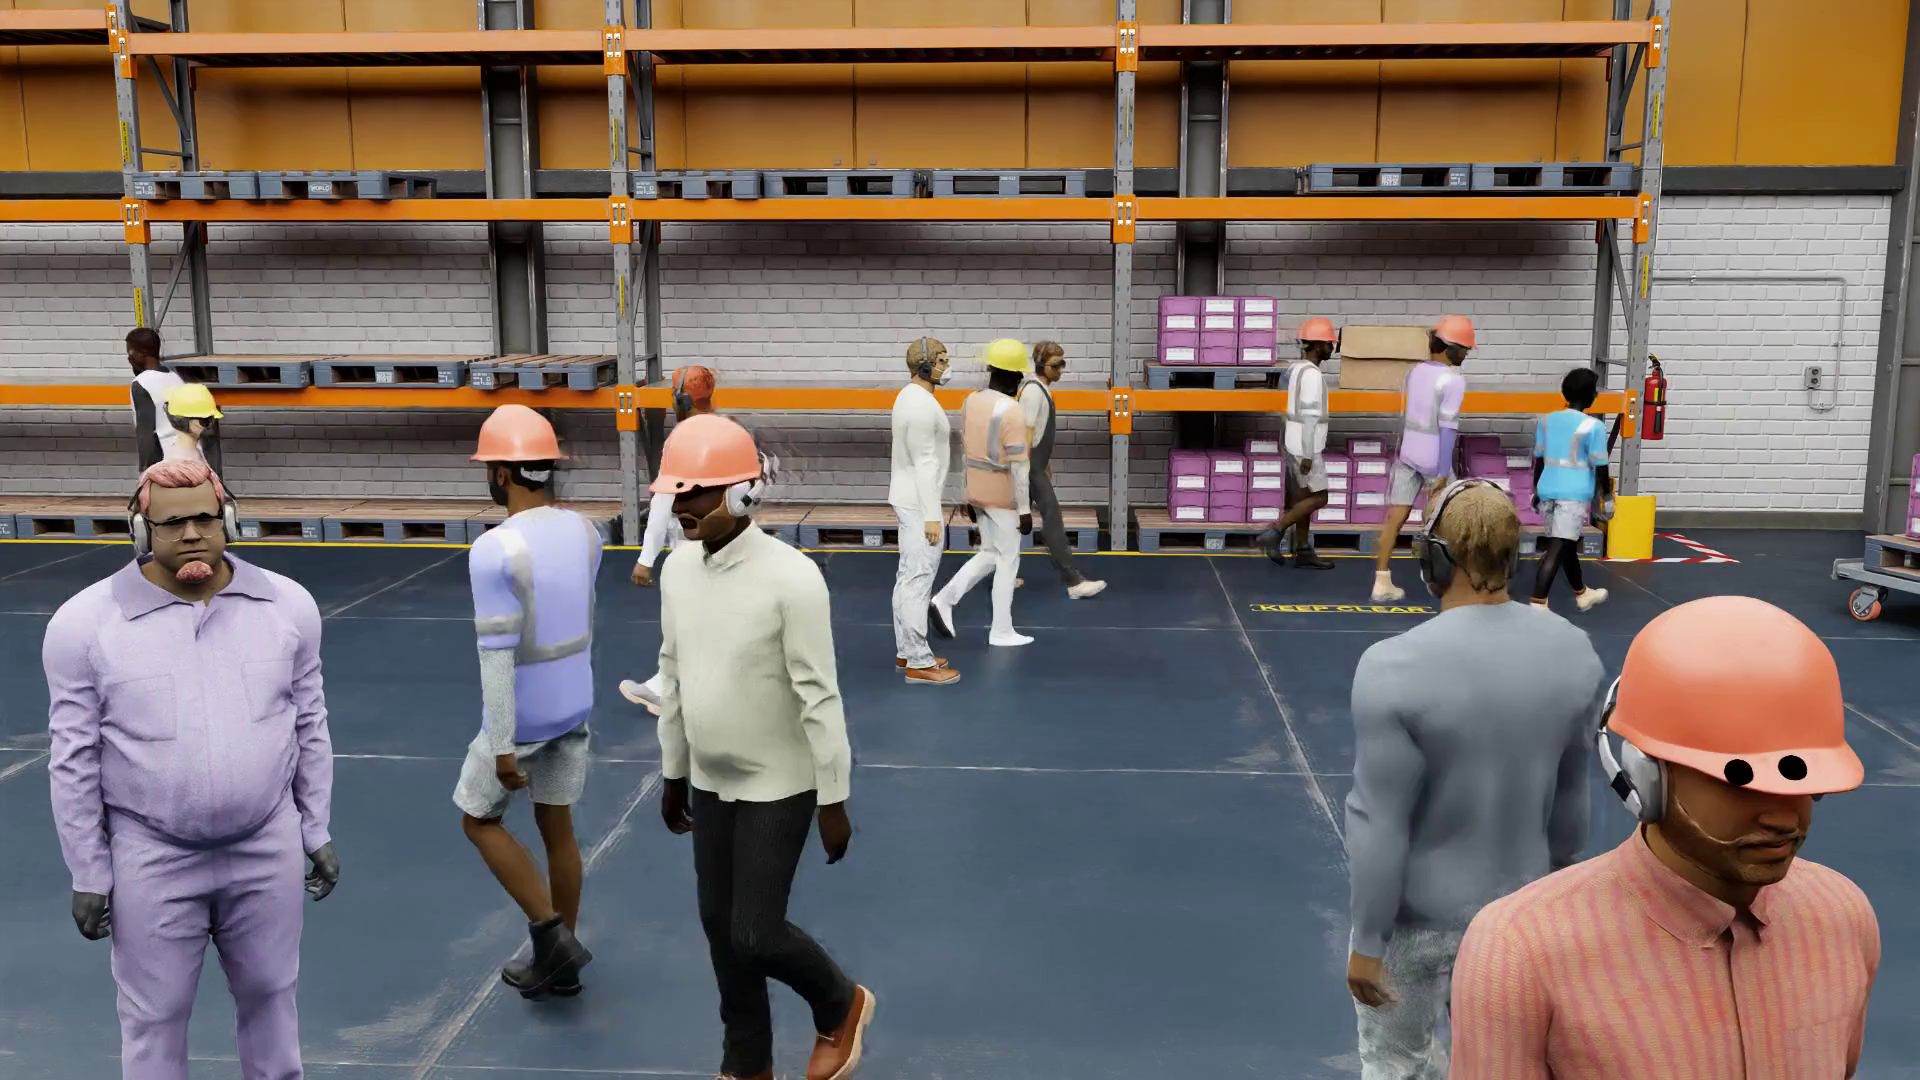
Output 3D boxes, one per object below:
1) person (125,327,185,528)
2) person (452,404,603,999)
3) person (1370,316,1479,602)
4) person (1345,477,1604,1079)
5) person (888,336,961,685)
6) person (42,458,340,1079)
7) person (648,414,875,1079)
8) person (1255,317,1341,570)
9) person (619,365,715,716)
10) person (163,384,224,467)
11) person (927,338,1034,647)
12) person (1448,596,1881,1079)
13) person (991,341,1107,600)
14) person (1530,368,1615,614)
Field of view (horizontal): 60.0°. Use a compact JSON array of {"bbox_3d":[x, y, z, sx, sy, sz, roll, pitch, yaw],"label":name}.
[{"bbox_3d":[-5.437,-0.505,11.419,0.497,1.894,0.624,0,10,1],"label":"person"},{"bbox_3d":[-1.364,0.529,5.282,0.405,1.920,0.553,6,11,31],"label":"person"},{"bbox_3d":[3.312,-0.560,11.517,1.101,1.961,0.644,-5,11,-27],"label":"person"},{"bbox_3d":[1.134,0.818,3.632,0.640,1.916,0.833,-4,10,-21],"label":"person"},{"bbox_3d":[-0.211,-0.169,9.327,0.375,1.940,0.626,-1,10,-9],"label":"person"},{"bbox_3d":[-1.829,0.749,4.047,0.643,1.909,0.410,-8,12,-38],"label":"person"},{"bbox_3d":[-0.562,0.639,4.491,0.667,1.971,0.549,8,13,40],"label":"person"},{"bbox_3d":[2.574,-0.710,12.537,0.547,1.925,0.545,0,10,1],"label":"person"},{"bbox_3d":[-1.392,0.059,8.282,0.943,1.843,0.580,4,10,20],"label":"person"},{"bbox_3d":[-4.019,0.071,8.515,0.674,1.743,0.523,-3,10,-17],"label":"person"},{"bbox_3d":[0.168,-0.260,9.993,0.588,1.899,0.599,-6,11,-31],"label":"person"},{"bbox_3d":[0.876,1.041,2.078,0.622,1.992,0.397,-3,10,-19],"label":"person"},{"bbox_3d":[0.611,-0.487,11.621,0.853,1.789,0.616,1,10,3],"label":"person"},{"bbox_3d":[4.028,-0.290,10.853,0.854,1.648,0.553,-4,11,-23],"label":"person"}]
